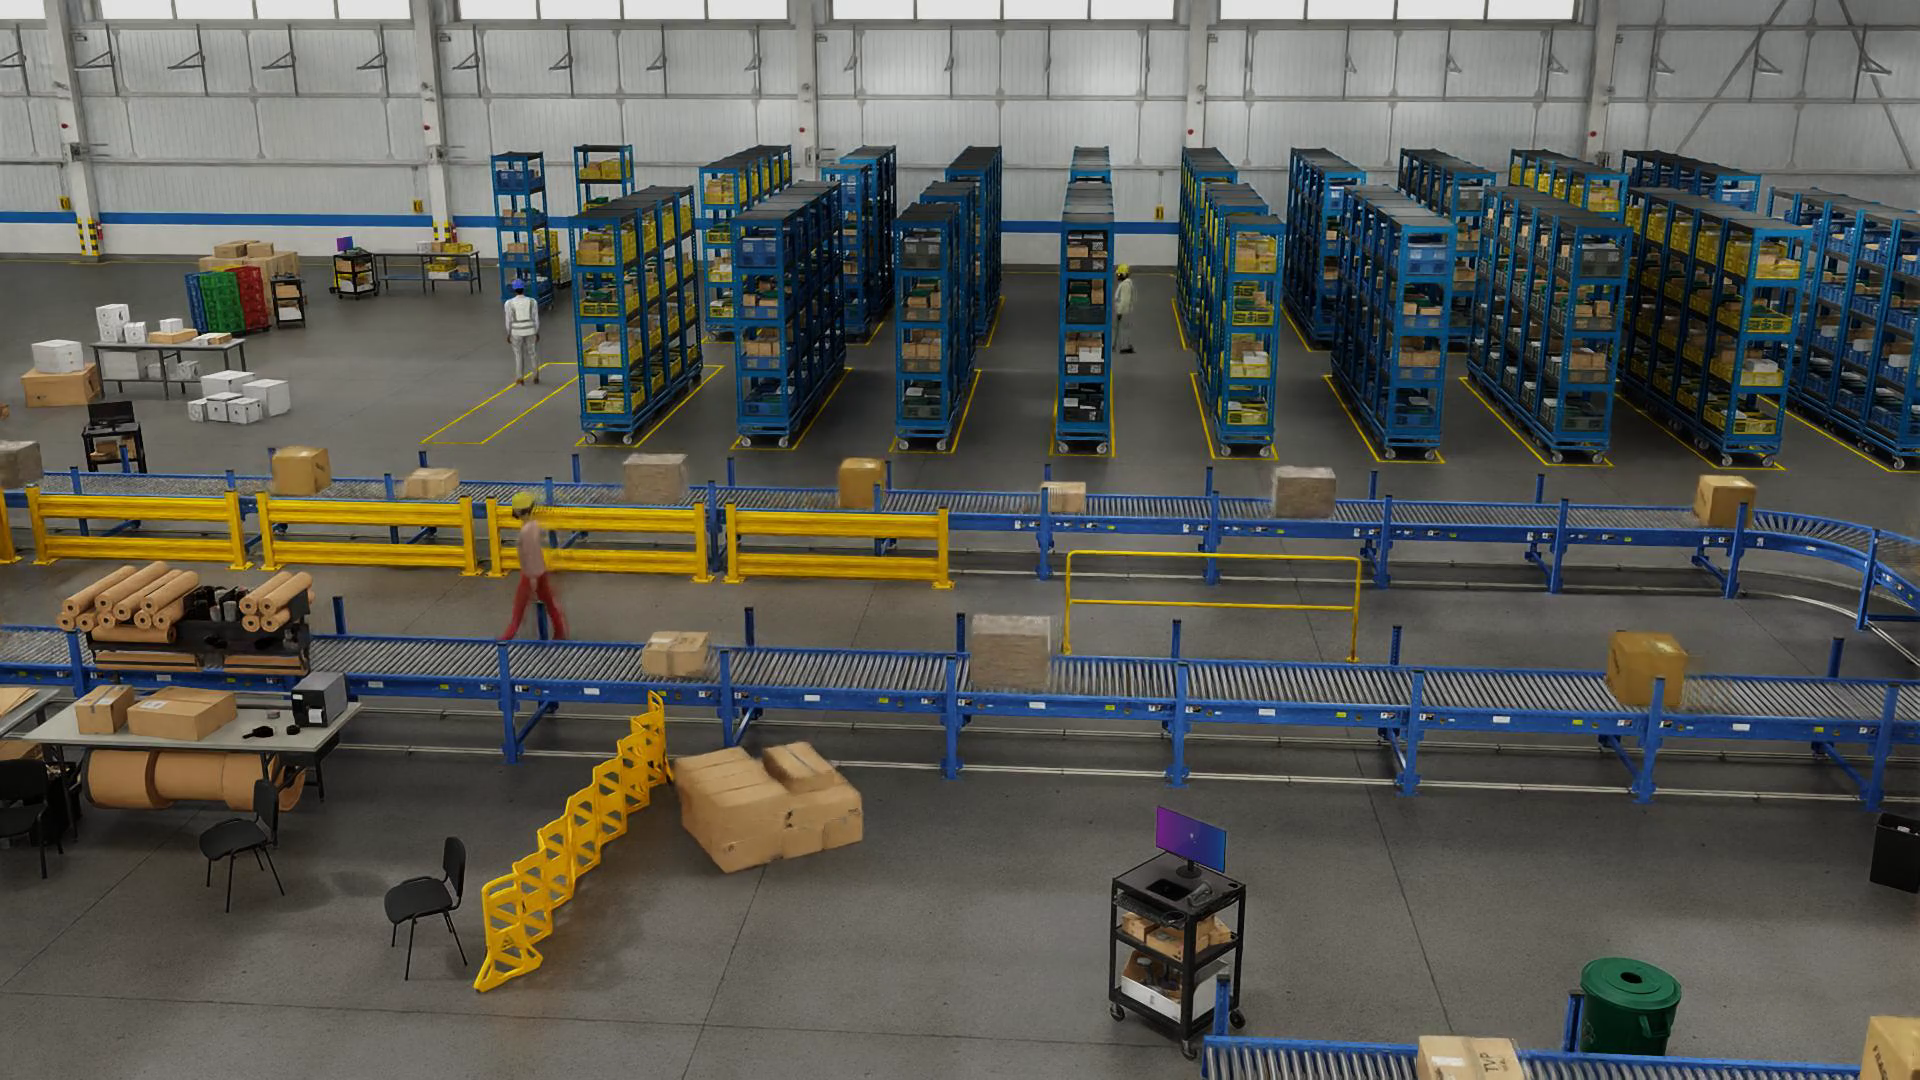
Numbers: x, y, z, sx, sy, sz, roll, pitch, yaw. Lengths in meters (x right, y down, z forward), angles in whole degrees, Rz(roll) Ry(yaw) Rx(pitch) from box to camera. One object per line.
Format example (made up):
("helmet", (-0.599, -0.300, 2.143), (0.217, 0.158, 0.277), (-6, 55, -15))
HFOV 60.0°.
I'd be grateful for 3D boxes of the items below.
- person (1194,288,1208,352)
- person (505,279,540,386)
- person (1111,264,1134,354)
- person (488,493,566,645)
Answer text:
("person", (5.089, -4.648, 33.319), (0.658, 1.824, 0.582), (5, 18, 15))
("person", (-7.998, -3.802, 30.440), (0.612, 1.943, 0.404), (-8, 19, -25))
("person", (3.160, -4.618, 33.253), (0.785, 1.799, 0.631), (0, 17, 1))
("person", (-4.642, 0.338, 17.654), (0.878, 1.719, 0.552), (-1, 18, -3))
